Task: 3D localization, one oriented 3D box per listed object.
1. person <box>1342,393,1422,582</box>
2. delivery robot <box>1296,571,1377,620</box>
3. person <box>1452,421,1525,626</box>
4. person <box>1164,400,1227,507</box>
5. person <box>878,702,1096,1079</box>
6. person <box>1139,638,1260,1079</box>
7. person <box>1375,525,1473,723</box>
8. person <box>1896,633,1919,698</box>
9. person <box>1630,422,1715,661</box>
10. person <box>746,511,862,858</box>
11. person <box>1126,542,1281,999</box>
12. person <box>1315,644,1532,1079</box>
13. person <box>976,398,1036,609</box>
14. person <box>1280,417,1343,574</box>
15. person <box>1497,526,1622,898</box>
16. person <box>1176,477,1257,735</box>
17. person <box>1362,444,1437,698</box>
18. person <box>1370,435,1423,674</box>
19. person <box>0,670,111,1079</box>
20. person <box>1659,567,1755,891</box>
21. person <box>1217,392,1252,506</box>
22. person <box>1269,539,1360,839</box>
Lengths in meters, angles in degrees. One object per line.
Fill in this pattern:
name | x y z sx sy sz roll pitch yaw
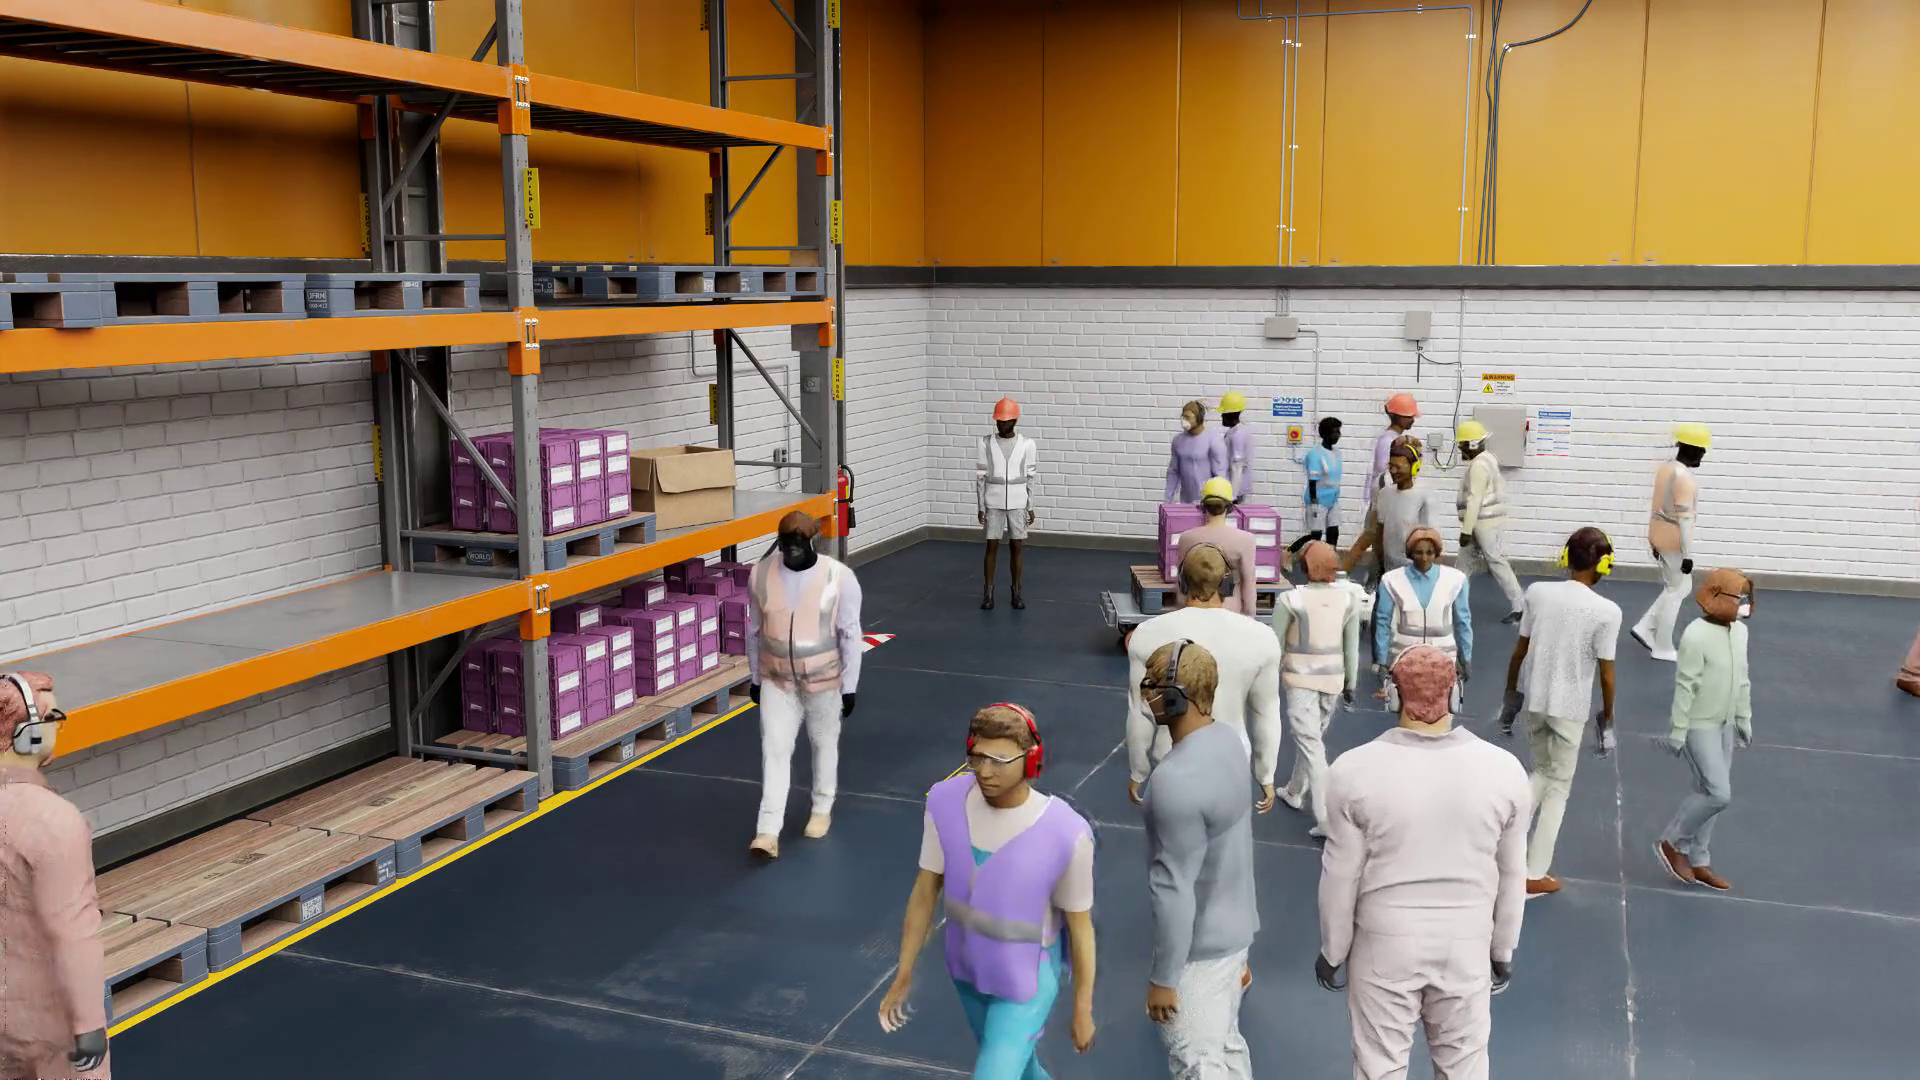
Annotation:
person | 3.940 -0.370 15.264 1.072 1.978 0.603 2 9 10
delivery robot | 3.174 0.504 13.911 0.707 0.478 0.477 1 9 6
person | 4.583 -0.148 14.500 0.909 1.780 0.621 3 10 19
person | 2.215 -0.368 15.554 1.051 1.886 0.653 -6 11 -34
person | 0.158 1.342 5.084 0.577 1.796 0.990 8 12 41
person | 0.735 1.259 5.208 0.396 1.926 0.641 3 10 20
person | 2.642 0.718 9.496 0.544 1.616 0.537 2 9 15
person | 7.110 0.268 11.623 0.661 1.860 1.019 -5 10 -30
person | 5.610 0.021 13.000 0.422 1.902 0.609 1 9 6
person | -0.846 0.759 8.693 0.659 1.798 0.919 1 9 9
person | 1.012 0.970 6.946 0.636 1.936 0.355 1 9 7
person | 1.434 1.262 5.233 0.639 1.902 0.407 0 9 1
person | 0.422 -0.326 15.100 0.547 1.934 0.376 0 9 -1
person | 3.493 -0.388 16.300 0.528 1.677 0.599 -8 12 -40
person | 2.913 0.840 8.064 0.430 1.839 0.559 -7 11 -37
person | 1.661 0.462 10.678 0.554 1.750 0.488 4 10 26
person | 3.114 0.231 11.853 0.386 1.857 0.530 -5 10 -27
person | 3.303 0.132 12.516 0.348 1.842 0.505 -5 10 -28
person | -2.721 1.315 4.887 0.662 1.900 0.429 4 10 23
person | 3.708 0.930 8.152 0.517 1.616 0.346 -7 11 -36
person | 2.702 -0.534 16.497 0.579 1.895 0.699 2 9 11
person | 1.927 0.796 9.111 0.525 1.595 0.855 -3 10 -19
